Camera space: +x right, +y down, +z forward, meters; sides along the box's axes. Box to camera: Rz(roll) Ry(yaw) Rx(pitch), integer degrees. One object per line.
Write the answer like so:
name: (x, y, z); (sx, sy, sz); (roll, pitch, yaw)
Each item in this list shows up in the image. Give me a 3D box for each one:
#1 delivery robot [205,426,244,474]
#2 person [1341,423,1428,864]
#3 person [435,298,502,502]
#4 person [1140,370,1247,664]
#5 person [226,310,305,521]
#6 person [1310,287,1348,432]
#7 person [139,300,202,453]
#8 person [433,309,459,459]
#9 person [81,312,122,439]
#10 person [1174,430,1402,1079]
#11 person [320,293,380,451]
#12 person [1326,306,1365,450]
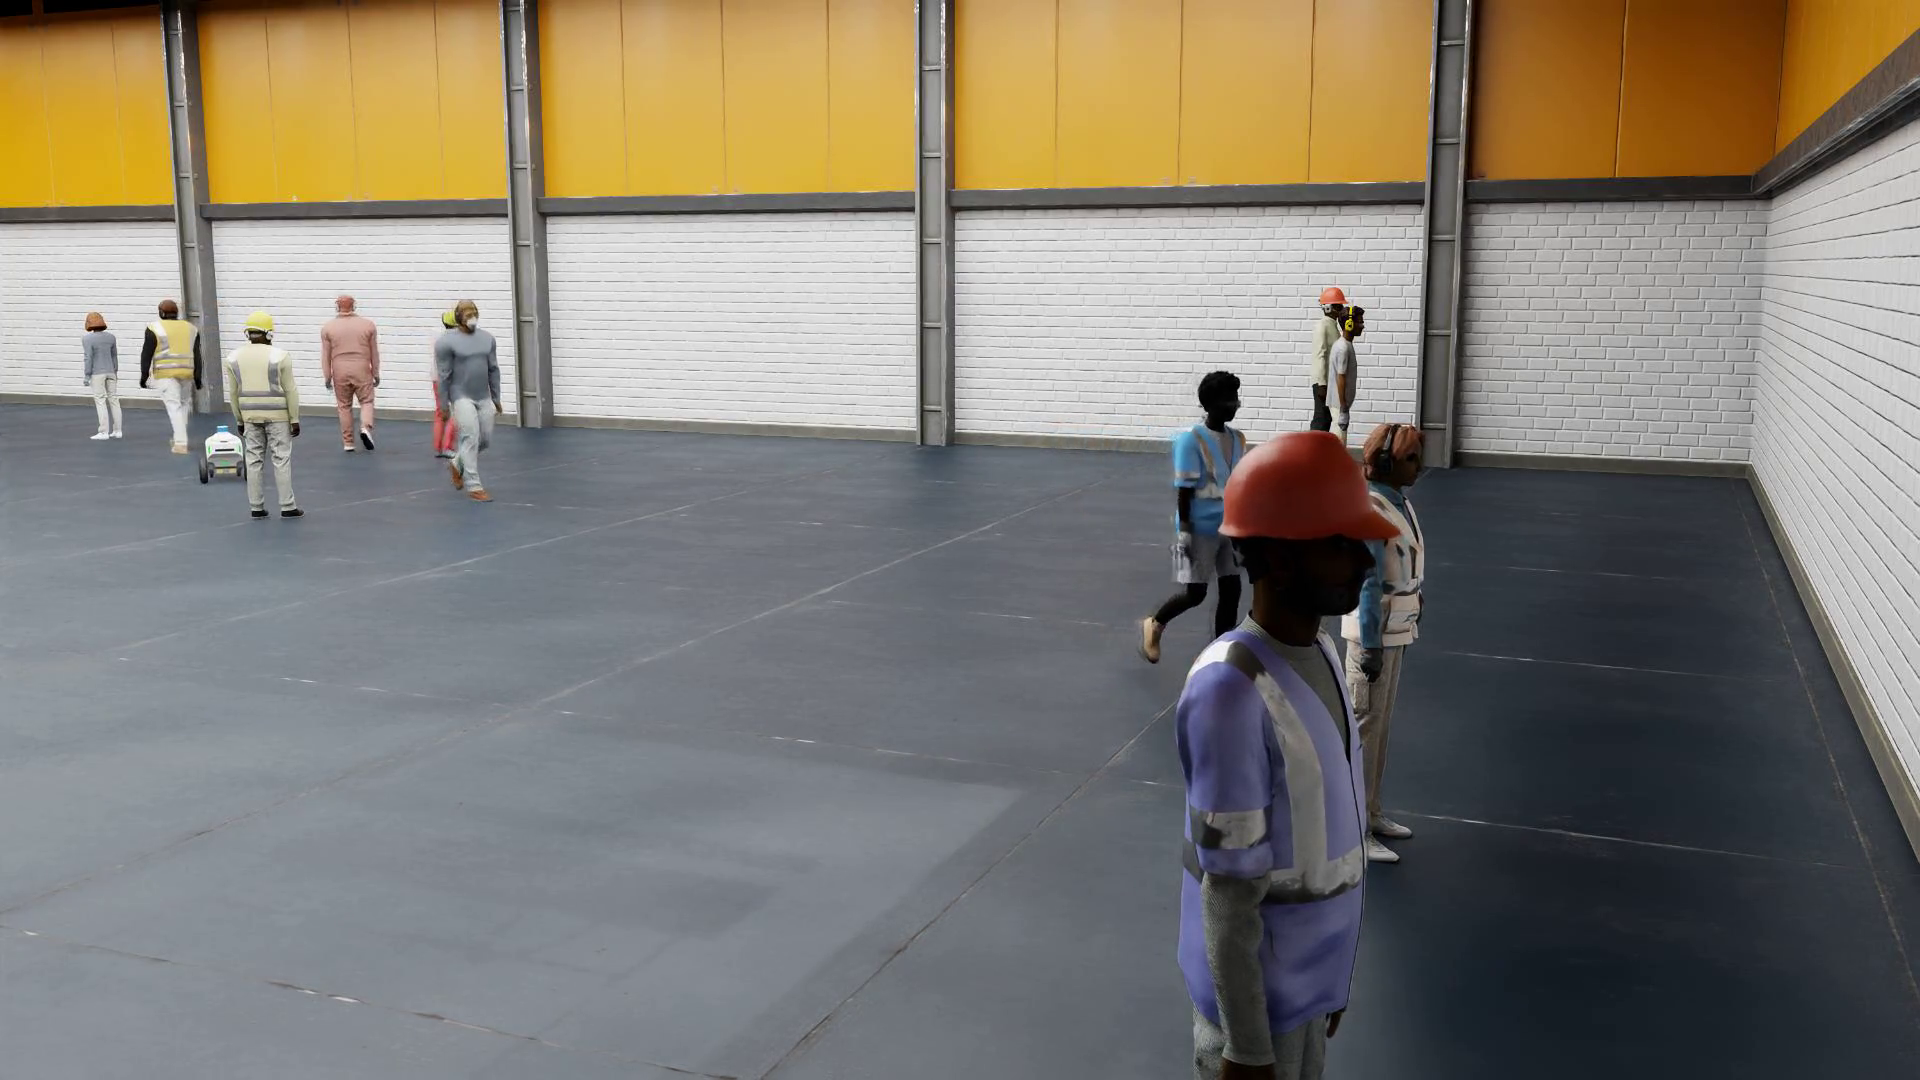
delivery robot: (-7.621, -0.936, 17.219); (0.477, 0.478, 0.707); (-4, 10, -25)
person: (1.587, 0.377, 6.281); (0.309, 1.636, 0.523); (4, 10, 24)
person: (-4.701, -1.334, 15.791); (0.748, 1.921, 0.631); (7, 12, 37)
person: (1.287, -0.073, 8.855); (0.538, 1.680, 0.605); (-7, 12, -37)
person: (-6.033, -1.076, 14.485); (0.590, 1.835, 0.404); (0, 9, 2)
person: (3.875, -1.655, 17.508); (0.379, 1.996, 0.611); (4, 10, 24)
person: (-9.450, -1.945, 19.848); (0.859, 1.808, 0.649); (7, 12, 35)
person: (-5.882, -1.784, 19.130); (0.639, 1.721, 0.333); (9, 13, 44)
person: (-11.006, -2.101, 21.307); (0.287, 1.631, 0.501); (4, 10, 21)
person: (0.577, 0.774, 2.964); (0.355, 1.938, 0.545); (4, 10, 25)
person: (-7.242, -1.984, 19.787); (0.663, 1.893, 0.576); (-3, 10, -19)
person: (3.495, -1.195, 15.154); (0.323, 1.858, 0.510); (2, 10, 11)
